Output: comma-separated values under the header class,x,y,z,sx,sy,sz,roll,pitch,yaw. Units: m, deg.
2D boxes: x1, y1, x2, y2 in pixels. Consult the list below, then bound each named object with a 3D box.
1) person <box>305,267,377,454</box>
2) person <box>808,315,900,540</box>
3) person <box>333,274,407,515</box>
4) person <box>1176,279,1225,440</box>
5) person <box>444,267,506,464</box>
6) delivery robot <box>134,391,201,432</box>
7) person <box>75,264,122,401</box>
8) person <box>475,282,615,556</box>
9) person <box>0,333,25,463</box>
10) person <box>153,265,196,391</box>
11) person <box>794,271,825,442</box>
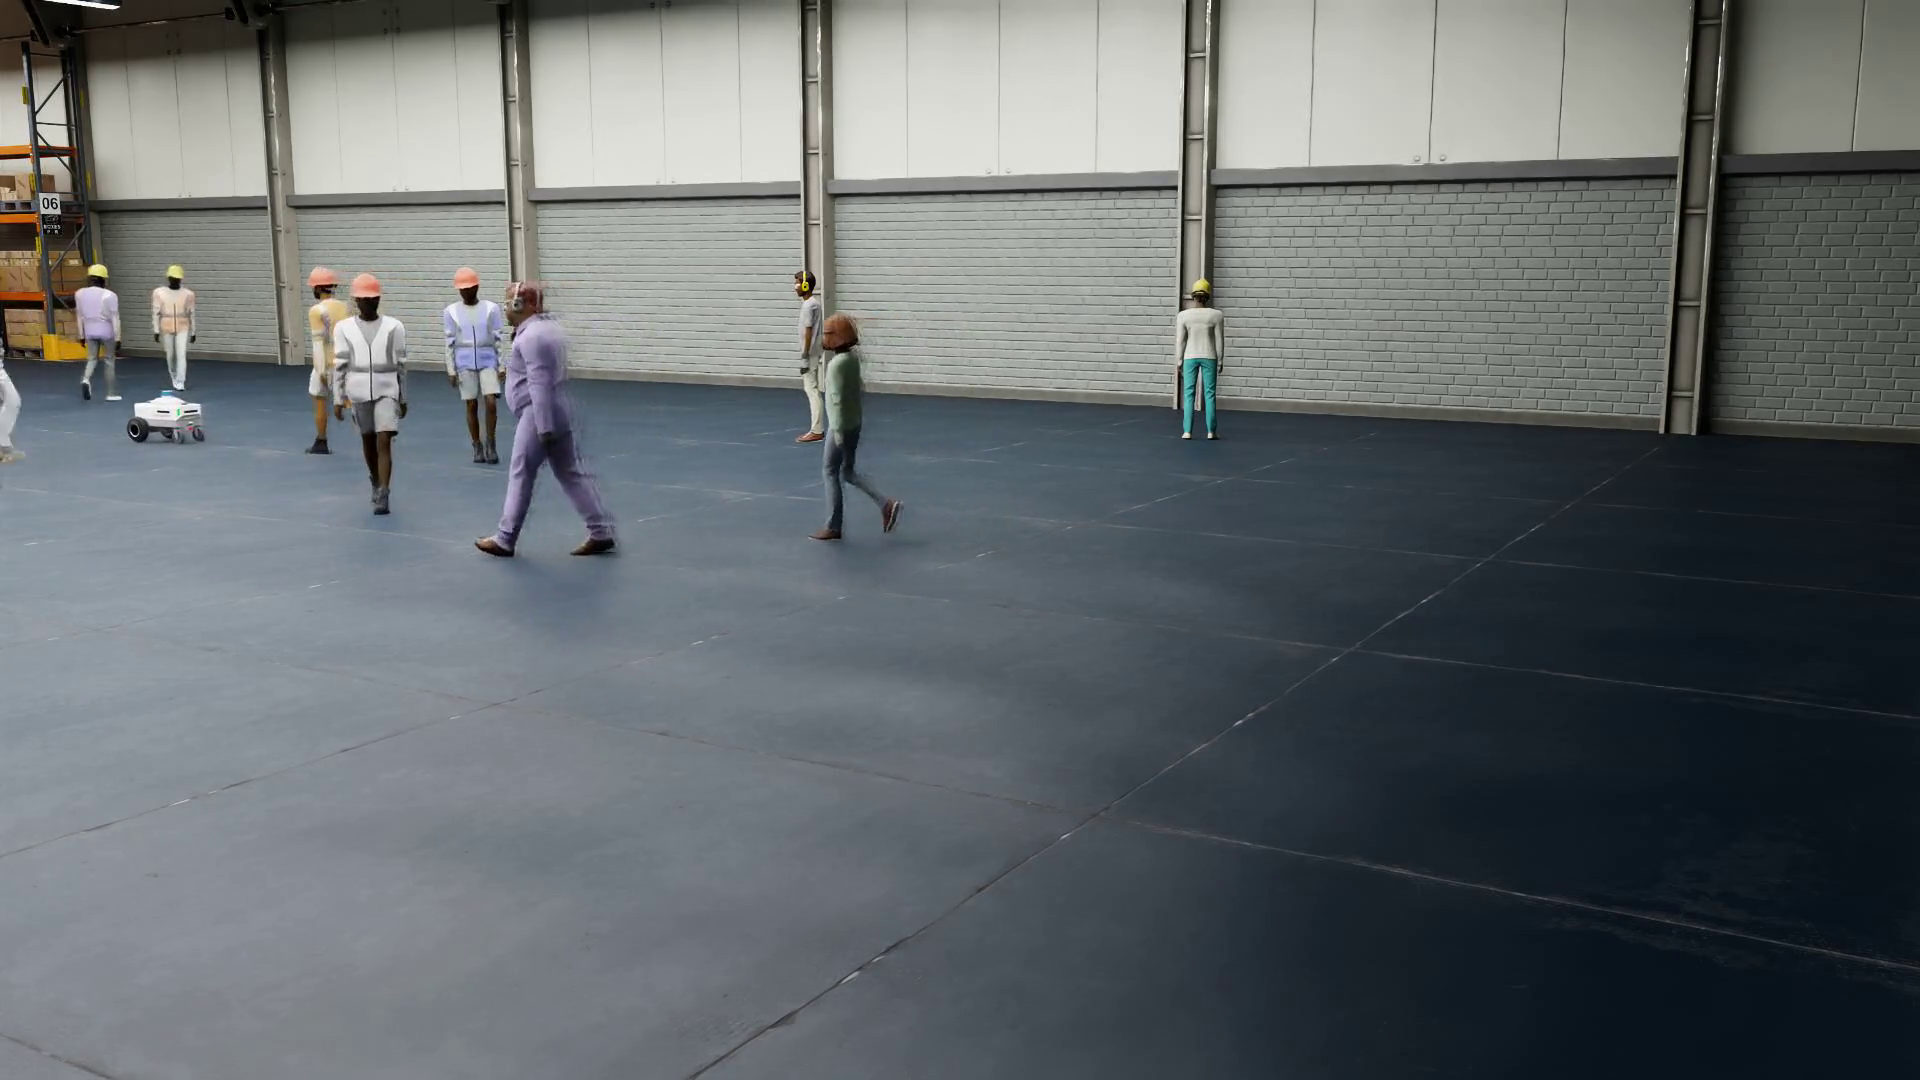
class,x,y,z,sx,sy,sz,roll,pitch,yaw
person,-6.340,-1.806,16.890,0.802,1.919,0.551,4,11,24
person,-0.765,-0.789,11.799,0.579,1.614,0.504,3,10,17
person,-4.718,-1.183,13.344,0.558,1.893,1.014,-3,10,-15
person,2.644,-1.977,18.314,0.523,1.769,0.315,2,10,11
person,-4.693,-1.674,16.118,0.563,1.908,0.699,-3,10,-15
delivery robot,-8.633,-1.386,18.126,0.707,0.478,0.477,4,11,23
person,-11.910,-2.851,22.991,0.606,1.911,0.636,0,10,-1
person,-2.802,-0.796,11.174,0.945,1.851,0.659,0,10,1
person,-9.427,-1.677,16.251,0.539,1.870,0.622,-2,10,-14
person,-11.913,-3.222,25.248,0.605,1.891,0.900,-5,11,-27
person,-1.646,-2.004,18.210,0.312,1.861,0.504,0,10,1
